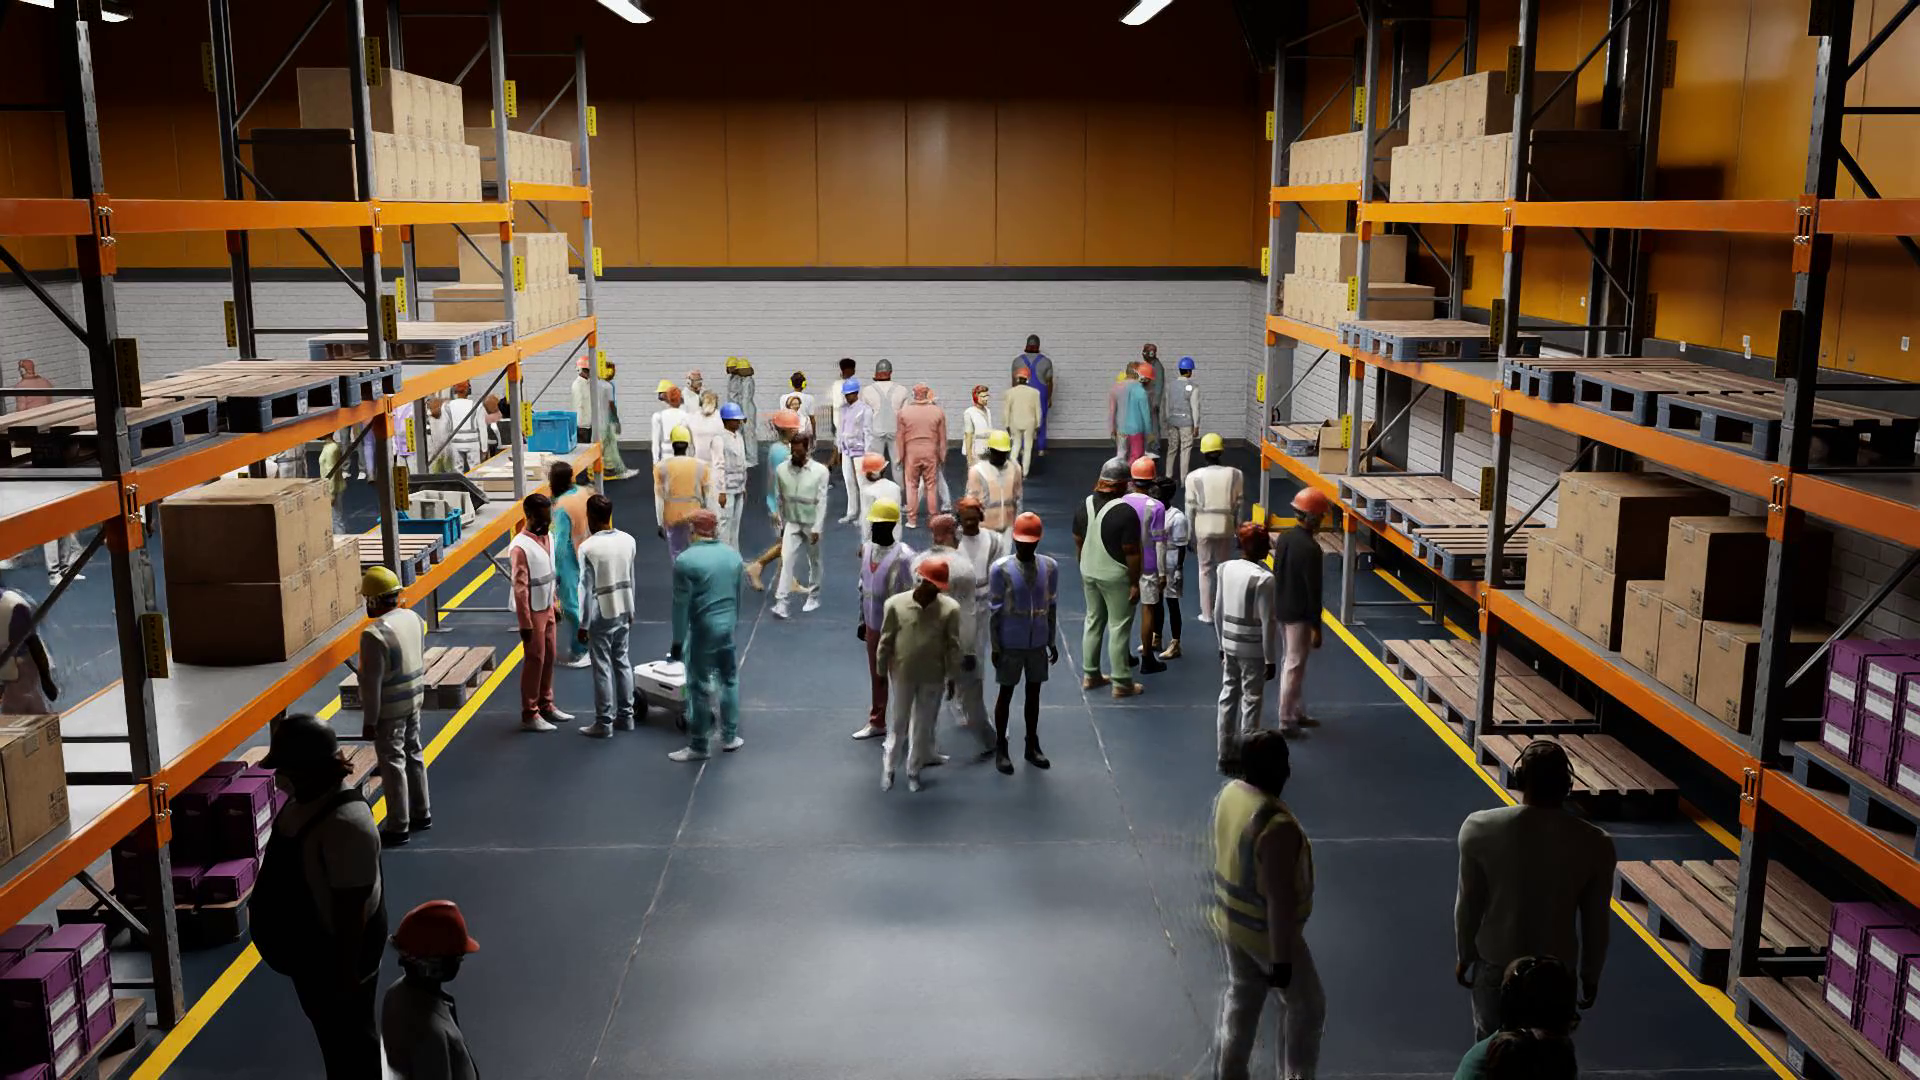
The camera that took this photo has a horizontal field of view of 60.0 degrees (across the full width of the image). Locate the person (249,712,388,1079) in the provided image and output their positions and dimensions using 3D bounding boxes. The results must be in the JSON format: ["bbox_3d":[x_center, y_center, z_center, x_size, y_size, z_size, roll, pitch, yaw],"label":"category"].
[{"bbox_3d":[-2.739,1.702,7.097,0.536,2.000,0.684,-9,14,-38],"label":"person"}]

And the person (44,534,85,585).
[{"bbox_3d":[-9.891,-0.379,18.279,0.308,1.744,0.485,0,11,2],"label":"person"}]

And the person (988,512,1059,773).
[{"bbox_3d":[0.479,0.739,12.193,0.547,1.934,0.376,-4,12,-20],"label":"person"}]

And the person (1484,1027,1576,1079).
[{"bbox_3d":[1.568,2.263,4.786,0.430,1.843,0.625,-2,11,-9],"label":"person"}]

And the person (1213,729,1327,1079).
[{"bbox_3d":[1.471,1.737,7.493,0.655,1.809,0.655,-3,12,-15],"label":"person"}]

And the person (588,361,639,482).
[{"bbox_3d":[-5.329,-1.790,25.187,0.927,1.805,0.625,-6,13,-28],"label":"person"}]

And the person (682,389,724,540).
[{"bbox_3d":[-3.104,-0.903,20.476,0.644,1.921,0.485,-1,11,-4],"label":"person"}]

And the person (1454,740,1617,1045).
[{"bbox_3d":[2.391,1.781,6.998,0.623,1.932,0.367,3,12,16],"label":"person"}]

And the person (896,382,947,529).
[{"bbox_3d":[-0.498,-1.084,21.409,0.652,1.906,0.404,-1,11,-5],"label":"person"}]

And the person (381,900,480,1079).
[{"bbox_3d":[-1.827,2.098,5.844,0.345,1.746,0.572,-5,13,-26],"label":"person"}]

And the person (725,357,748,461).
[{"bbox_3d":[-3.649,-2.105,26.970,0.320,1.737,0.487,-6,13,-29],"label":"person"}]

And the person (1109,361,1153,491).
[{"bbox_3d":[2.496,-1.637,24.164,0.630,1.921,0.527,6,13,28],"label":"person"}]

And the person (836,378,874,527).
[{"bbox_3d":[-1.378,-1.147,21.657,0.610,1.936,0.419,10,15,40],"label":"person"}]

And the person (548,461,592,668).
[{"bbox_3d":[-3.465,0.207,15.025,0.400,1.878,0.721,1,11,6],"label":"person"}]

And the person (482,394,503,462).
[{"bbox_3d":[-6.417,-1.214,22.833,0.607,1.599,0.558,3,12,13],"label":"person"}]

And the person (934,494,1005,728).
[{"bbox_3d":[0.097,0.564,13.235,0.603,1.863,0.674,-3,12,-13],"label":"person"}]

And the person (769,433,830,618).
[{"bbox_3d":[-1.620,-0.134,16.733,0.591,1.865,0.973,3,12,15],"label":"person"}]

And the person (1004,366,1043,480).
[{"bbox_3d":[0.975,-1.774,25.284,0.566,1.737,0.399,4,12,19],"label":"person"}]

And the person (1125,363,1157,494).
[{"bbox_3d":[2.475,-1.571,23.774,0.660,1.940,0.660,-2,11,-8],"label":"person"}]

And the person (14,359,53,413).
[{"bbox_3d":[-13.705,-1.720,24.604,0.407,1.906,0.638,3,12,15],"label":"person"}]

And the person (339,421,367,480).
[{"bbox_3d":[-9.273,-1.864,25.267,0.594,1.924,0.381,1,11,4],"label":"person"}]

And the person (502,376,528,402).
[{"bbox_3d":[-6.933,-1.879,26.071,0.507,1.636,0.274,6,13,29],"label":"person"}]

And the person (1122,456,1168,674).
[{"bbox_3d":[1.617,0.219,14.789,0.552,1.938,0.356,10,15,40],"label":"person"}]

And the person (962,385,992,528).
[{"bbox_3d":[0.229,-1.091,21.589,0.383,1.845,0.570,6,13,27],"label":"person"}]

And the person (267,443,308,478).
[{"bbox_3d":[-7.983,-0.765,19.797,0.402,1.917,0.582,4,12,20],"label":"person"}]

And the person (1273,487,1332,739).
[{"bbox_3d":[2.650,0.561,12.962,0.412,1.991,0.619,-3,12,-17],"label":"person"}]

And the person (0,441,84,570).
[{"bbox_3d":[-10.626,-0.514,19.123,0.940,1.678,0.473,-5,12,-22],"label":"person"}]

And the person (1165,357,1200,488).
[{"bbox_3d":[3.293,-1.731,24.583,0.404,1.941,0.613,-11,16,-43],"label":"person"}]

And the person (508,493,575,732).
[{"bbox_3d":[-3.345,0.568,13.134,0.410,1.907,0.599,2,11,9],"label":"person"}]

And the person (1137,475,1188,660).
[{"bbox_3d":[1.865,0.247,15.260,0.317,1.695,0.540,-7,13,-33],"label":"person"}]

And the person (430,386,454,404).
[{"bbox_3d":[-8.357,-2.030,26.864,0.466,1.624,0.706,5,12,22],"label":"person"}]

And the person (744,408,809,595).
[{"bbox_3d":[-1.925,-0.388,17.608,0.627,2.029,0.615,0,11,0],"label":"person"}]

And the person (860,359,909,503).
[{"bbox_3d":[-1.063,-1.523,23.269,0.683,2.000,0.536,-2,11,-9],"label":"person"}]

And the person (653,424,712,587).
[{"bbox_3d":[-2.849,-0.237,17.198,0.595,1.899,0.797,-4,12,-19],"label":"person"}]
